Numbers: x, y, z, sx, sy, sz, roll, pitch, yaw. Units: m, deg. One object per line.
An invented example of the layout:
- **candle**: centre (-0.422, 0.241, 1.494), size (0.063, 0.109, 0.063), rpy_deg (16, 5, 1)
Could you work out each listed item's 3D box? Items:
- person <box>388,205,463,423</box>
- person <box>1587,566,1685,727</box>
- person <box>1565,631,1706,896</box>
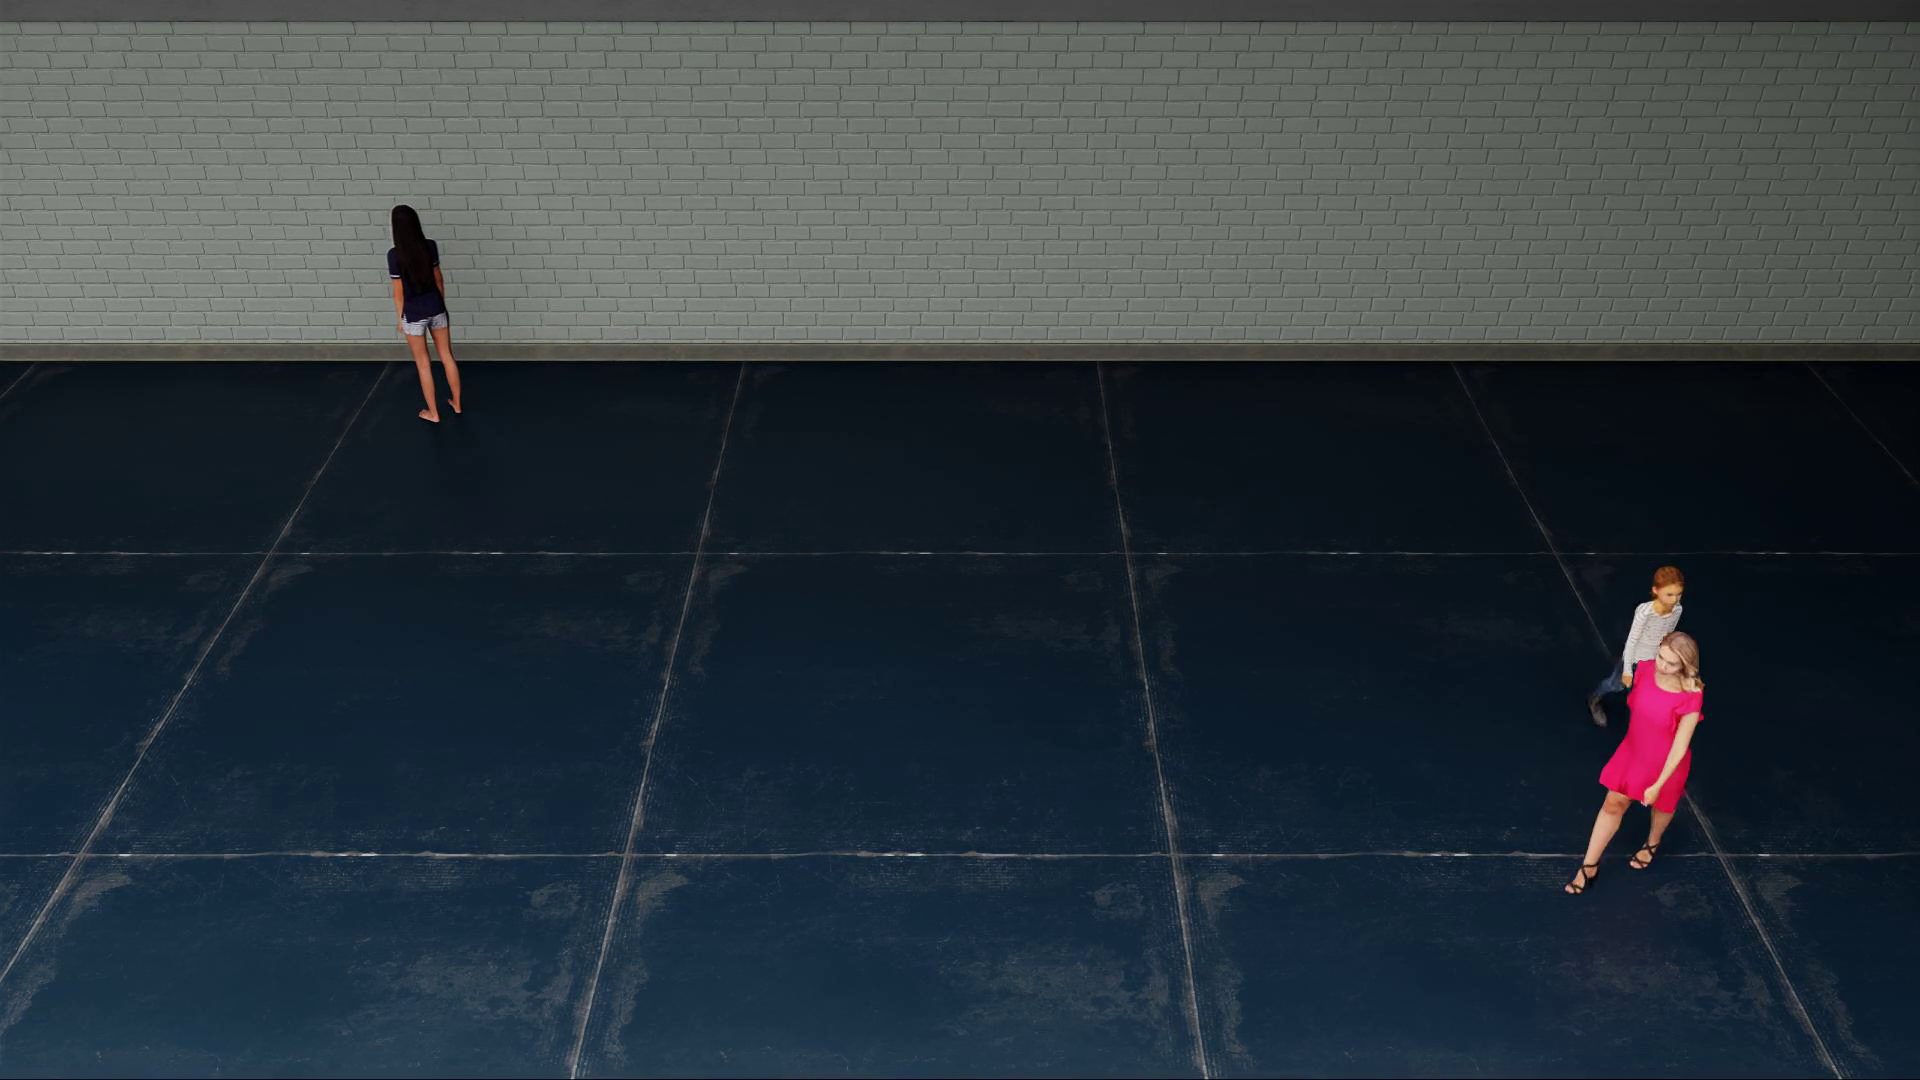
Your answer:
- **person**: centre (-4.137, -1.741, 12.832), size (0.649, 1.767, 0.702), rpy_deg (-26, 41, -34)
- **person**: centre (3.884, 0.663, 9.582), size (0.600, 1.281, 0.969), rpy_deg (-7, 34, -10)
- **person**: centre (3.615, 1.099, 8.542), size (0.928, 1.683, 0.949), rpy_deg (-19, 38, -27)
